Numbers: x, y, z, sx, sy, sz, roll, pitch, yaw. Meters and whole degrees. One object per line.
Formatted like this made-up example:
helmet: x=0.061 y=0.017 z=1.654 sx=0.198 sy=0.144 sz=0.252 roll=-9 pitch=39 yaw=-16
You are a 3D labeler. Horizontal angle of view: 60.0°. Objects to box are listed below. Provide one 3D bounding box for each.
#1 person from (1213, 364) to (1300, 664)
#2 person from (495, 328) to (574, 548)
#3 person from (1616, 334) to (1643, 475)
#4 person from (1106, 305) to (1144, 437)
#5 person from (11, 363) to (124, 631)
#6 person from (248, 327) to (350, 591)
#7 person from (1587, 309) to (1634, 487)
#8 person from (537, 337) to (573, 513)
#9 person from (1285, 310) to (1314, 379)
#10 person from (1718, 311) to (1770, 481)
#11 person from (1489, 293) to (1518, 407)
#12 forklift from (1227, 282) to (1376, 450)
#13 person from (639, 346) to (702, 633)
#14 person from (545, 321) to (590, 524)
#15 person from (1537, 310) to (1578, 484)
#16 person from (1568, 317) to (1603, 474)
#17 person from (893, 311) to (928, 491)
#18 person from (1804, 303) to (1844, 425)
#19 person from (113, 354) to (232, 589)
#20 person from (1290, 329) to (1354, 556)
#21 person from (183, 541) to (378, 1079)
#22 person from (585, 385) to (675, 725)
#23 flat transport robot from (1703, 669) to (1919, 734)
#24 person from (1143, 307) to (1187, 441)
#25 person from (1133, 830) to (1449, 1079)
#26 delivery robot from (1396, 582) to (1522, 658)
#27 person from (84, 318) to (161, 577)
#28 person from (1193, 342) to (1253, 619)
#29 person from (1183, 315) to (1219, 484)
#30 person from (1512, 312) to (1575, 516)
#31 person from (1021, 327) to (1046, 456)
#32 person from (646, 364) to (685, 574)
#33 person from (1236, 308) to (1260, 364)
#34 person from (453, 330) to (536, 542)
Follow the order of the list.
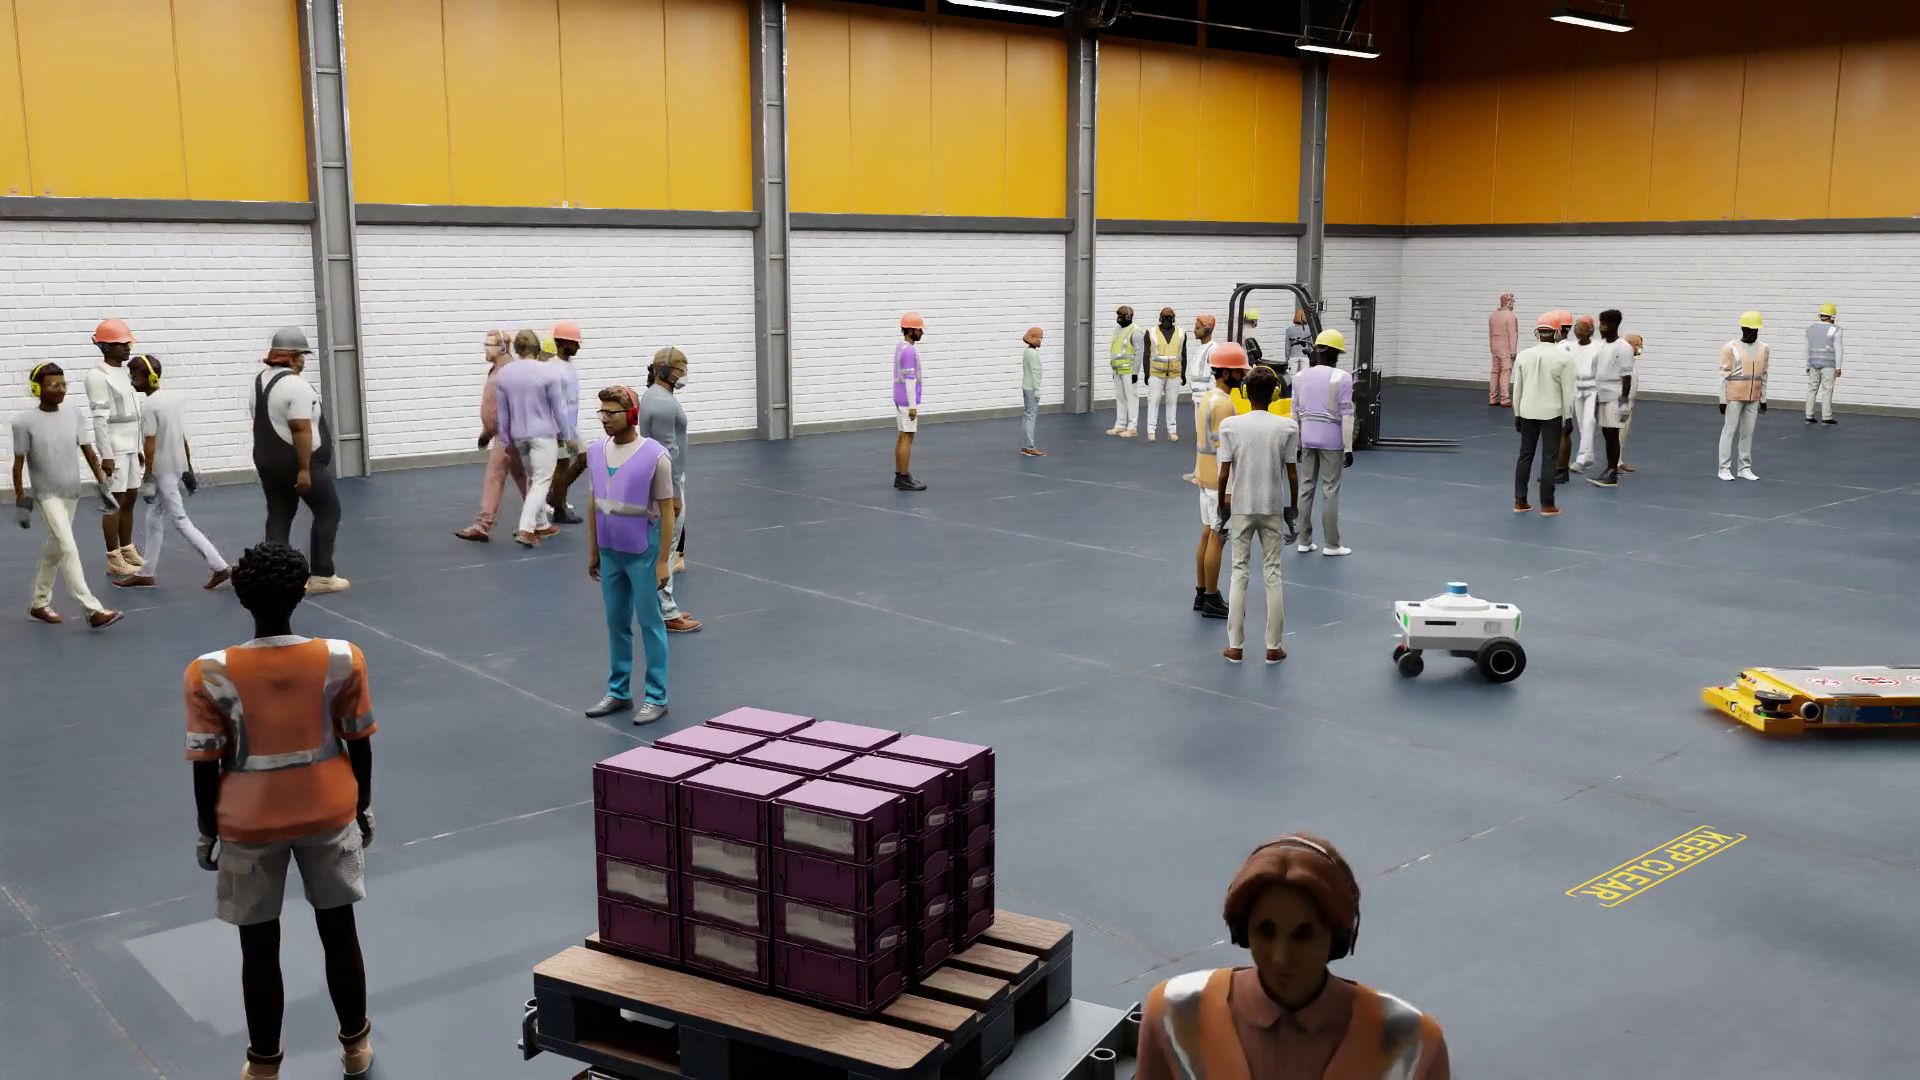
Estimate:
person: x=1.850 y=-0.158 z=10.362 sx=0.531 sy=1.870 sz=0.317 roll=1 pitch=10 yaw=8
person: x=-3.751 y=-0.899 z=14.603 sx=0.634 sy=1.910 sz=0.868 roll=4 pitch=10 yaw=21
person: x=7.774 y=-1.585 z=19.409 sx=0.268 sy=1.631 sz=0.507 roll=6 pitch=11 yaw=32
person: x=2.324 y=-2.371 z=23.404 sx=0.430 sy=1.844 sz=0.624 roll=-5 pitch=11 yaw=-25
person: x=-6.075 y=-0.287 z=11.285 sx=0.989 sy=1.817 sz=0.504 roll=4 pitch=11 yaw=23
person: x=-4.937 y=-0.602 z=12.464 sx=0.700 sy=2.000 sz=0.669 roll=7 pitch=12 yaw=35
person: x=7.143 y=-1.560 z=18.355 sx=0.496 sy=1.952 sz=0.680 roll=-1 pitch=10 yaw=-4
person: x=-4.038 y=-1.140 z=16.504 sx=0.330 sy=1.735 sz=0.490 roll=3 pitch=10 yaw=16
person: x=5.722 y=-3.056 z=28.020 sx=0.500 sy=1.633 sz=0.279 roll=3 pitch=10 yaw=17
person: x=8.857 y=-1.620 z=18.789 sx=0.585 sy=1.922 sz=0.391 roll=-2 pitch=10 yaw=-11
person: x=9.173 y=-3.187 z=27.990 sx=0.409 sy=1.909 sz=0.639 roll=-3 pitch=10 yaw=-18
forklift: x=4.328 y=-2.346 z=22.227 sx=2.313 sy=2.155 sz=1.214 roll=3 pitch=10 yaw=16
person: x=-1.990 y=-0.342 z=11.262 sx=0.376 sy=1.933 sz=0.627 roll=-3 pitch=10 yaw=-16
person: x=-3.725 y=-1.105 z=15.754 sx=0.410 sy=1.918 sz=0.569 roll=2 pitch=10 yaw=12
person: x=6.680 y=-1.595 z=18.578 sx=0.377 sy=1.938 sz=0.547 roll=7 pitch=12 yaw=34
person: x=7.331 y=-1.701 z=19.570 sx=0.831 sy=1.829 sz=0.606 roll=-9 pitch=13 yaw=-41
person: x=-0.534 y=-1.508 z=18.069 sx=0.376 sy=1.936 sz=0.549 roll=-2 pitch=10 yaw=-10
person: x=12.983 y=-2.638 z=24.982 sx=0.404 sy=1.837 sz=0.592 roll=-6 pitch=11 yaw=-30
person: x=-5.982 y=-0.504 z=12.587 sx=0.959 sy=1.816 sz=0.568 roll=0 pitch=10 yaw=-1
person: x=3.083 y=-0.820 z=14.108 sx=0.585 sy=1.916 sz=0.387 roll=9 pitch=13 yaw=44
person: x=-2.022 y=0.845 z=5.000 sx=0.542 sy=1.695 sz=0.316 roll=-6 pitch=11 yaw=-31
person: x=-1.785 y=0.076 z=9.060 sx=0.564 sy=1.845 sz=0.389 roll=6 pitch=11 yaw=31
flat transport robot: x=4.916 y=0.862 z=9.069 sx=1.431 sy=0.197 sz=0.652 roll=0 pitch=10 yaw=-3
person: x=2.817 y=-2.270 z=22.831 sx=0.621 sy=1.837 sz=0.429 roll=-1 pitch=10 yaw=-6
person: x=0.518 y=1.264 z=2.721 sx=0.521 sy=1.637 sz=0.310 roll=3 pitch=10 yaw=15
delivery robot: x=3.010 y=0.501 z=10.078 sx=0.707 sy=0.478 sz=0.477 roll=1 pitch=10 yaw=7
person: x=-6.659 y=-0.735 z=13.233 sx=0.374 sy=2.042 sz=0.615 roll=-1 pitch=10 yaw=-4
person: x=1.851 y=-0.419 z=11.694 sx=0.370 sy=1.935 sz=0.552 roll=0 pitch=10 yaw=-3
person: x=2.723 y=-1.562 z=18.548 sx=0.351 sy=1.882 sz=0.581 roll=-1 pitch=10 yaw=-9
person: x=5.736 y=-1.233 z=16.342 sx=0.404 sy=1.988 sz=0.617 roll=-9 pitch=13 yaw=-44
person: x=0.930 y=-1.895 z=21.224 sx=0.279 sy=1.633 sz=0.499 roll=-2 pitch=10 yaw=-11
person: x=-2.375 y=-0.577 z=13.327 sx=0.318 sy=1.697 sz=0.534 roll=-5 pitch=11 yaw=-28
person: x=4.323 y=-2.588 z=24.963 sx=0.433 sy=1.753 sz=0.531 roll=-3 pitch=10 yaw=-16
person: x=-4.144 y=-0.928 z=14.840 sx=0.940 sy=1.872 sz=0.639 roll=-4 pitch=10 yaw=-22
